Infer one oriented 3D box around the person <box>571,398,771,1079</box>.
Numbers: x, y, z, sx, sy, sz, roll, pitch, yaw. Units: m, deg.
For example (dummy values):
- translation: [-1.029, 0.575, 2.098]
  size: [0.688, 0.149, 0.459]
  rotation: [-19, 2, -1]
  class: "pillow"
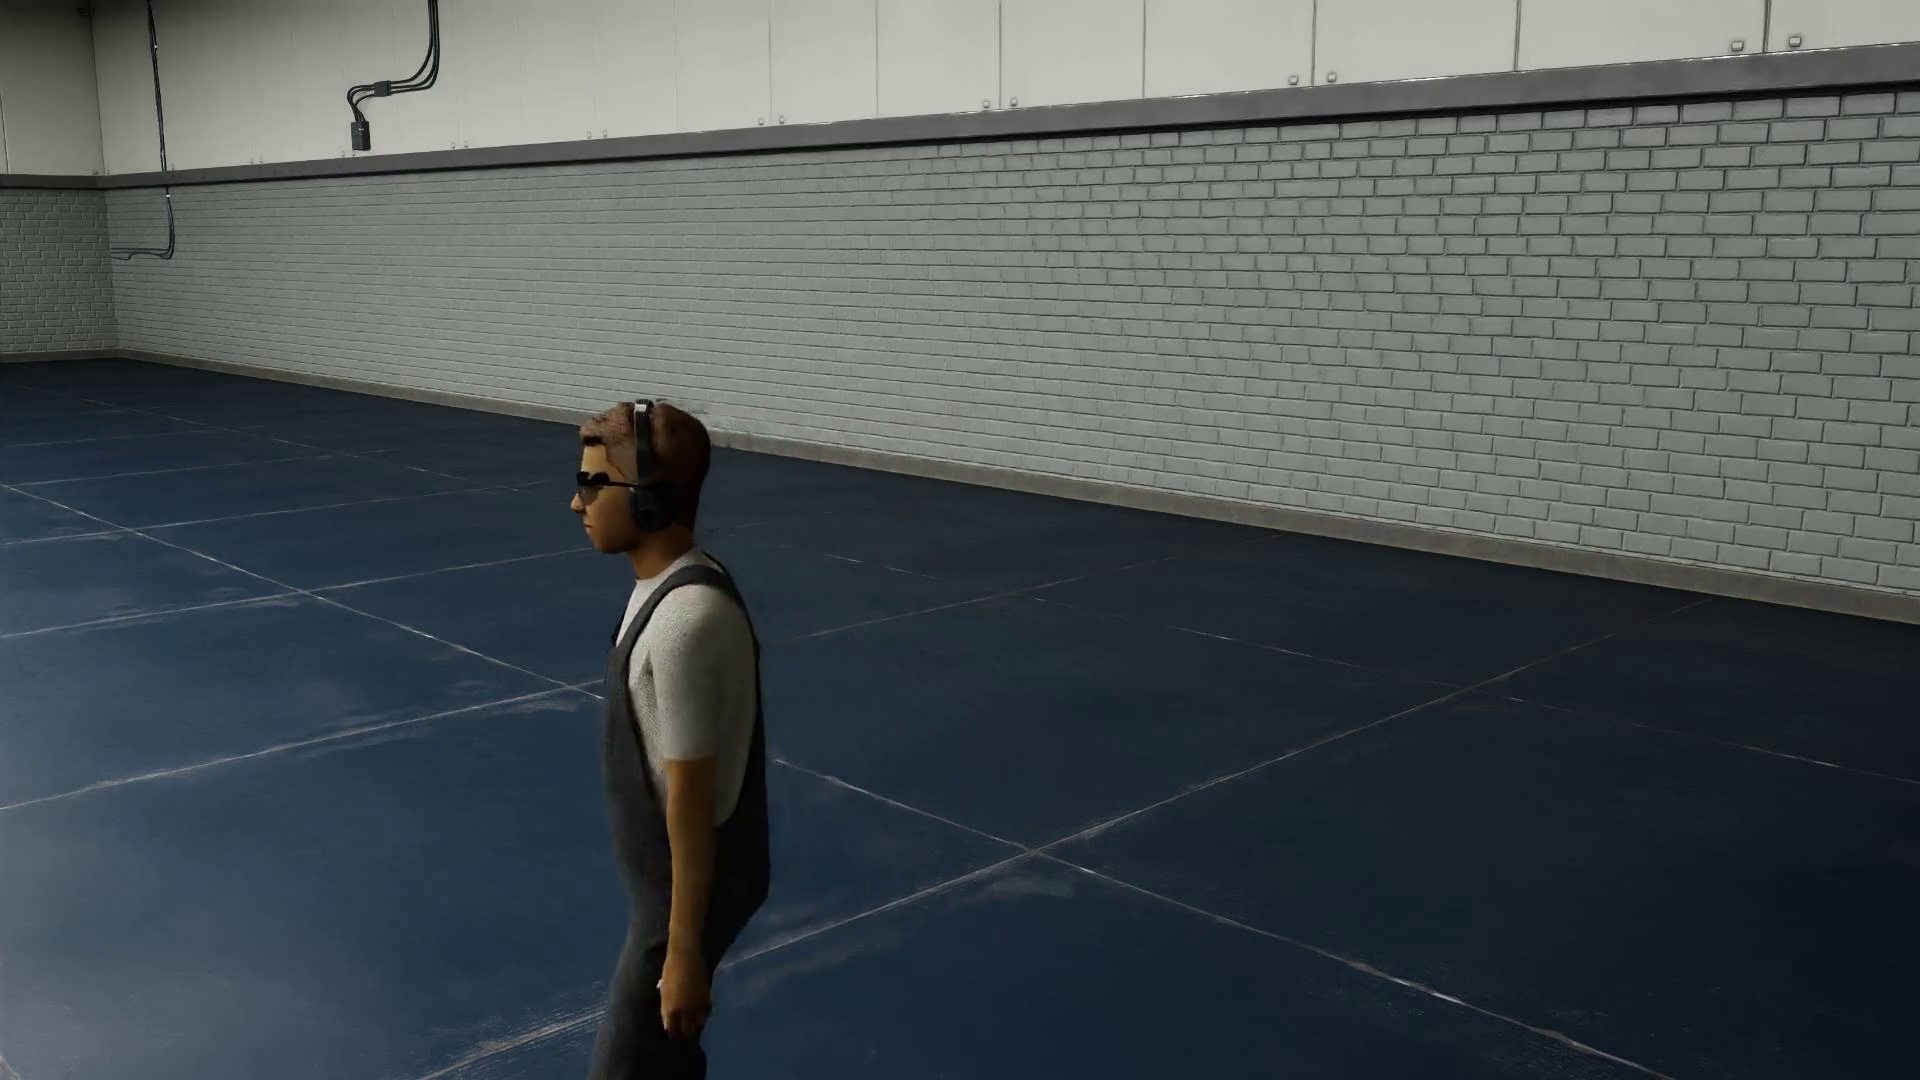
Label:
- translation: [-0.503, 0.652, 3.050]
  size: [0.455, 1.827, 0.533]
  rotation: [-2, 11, -11]
  class: "person"
